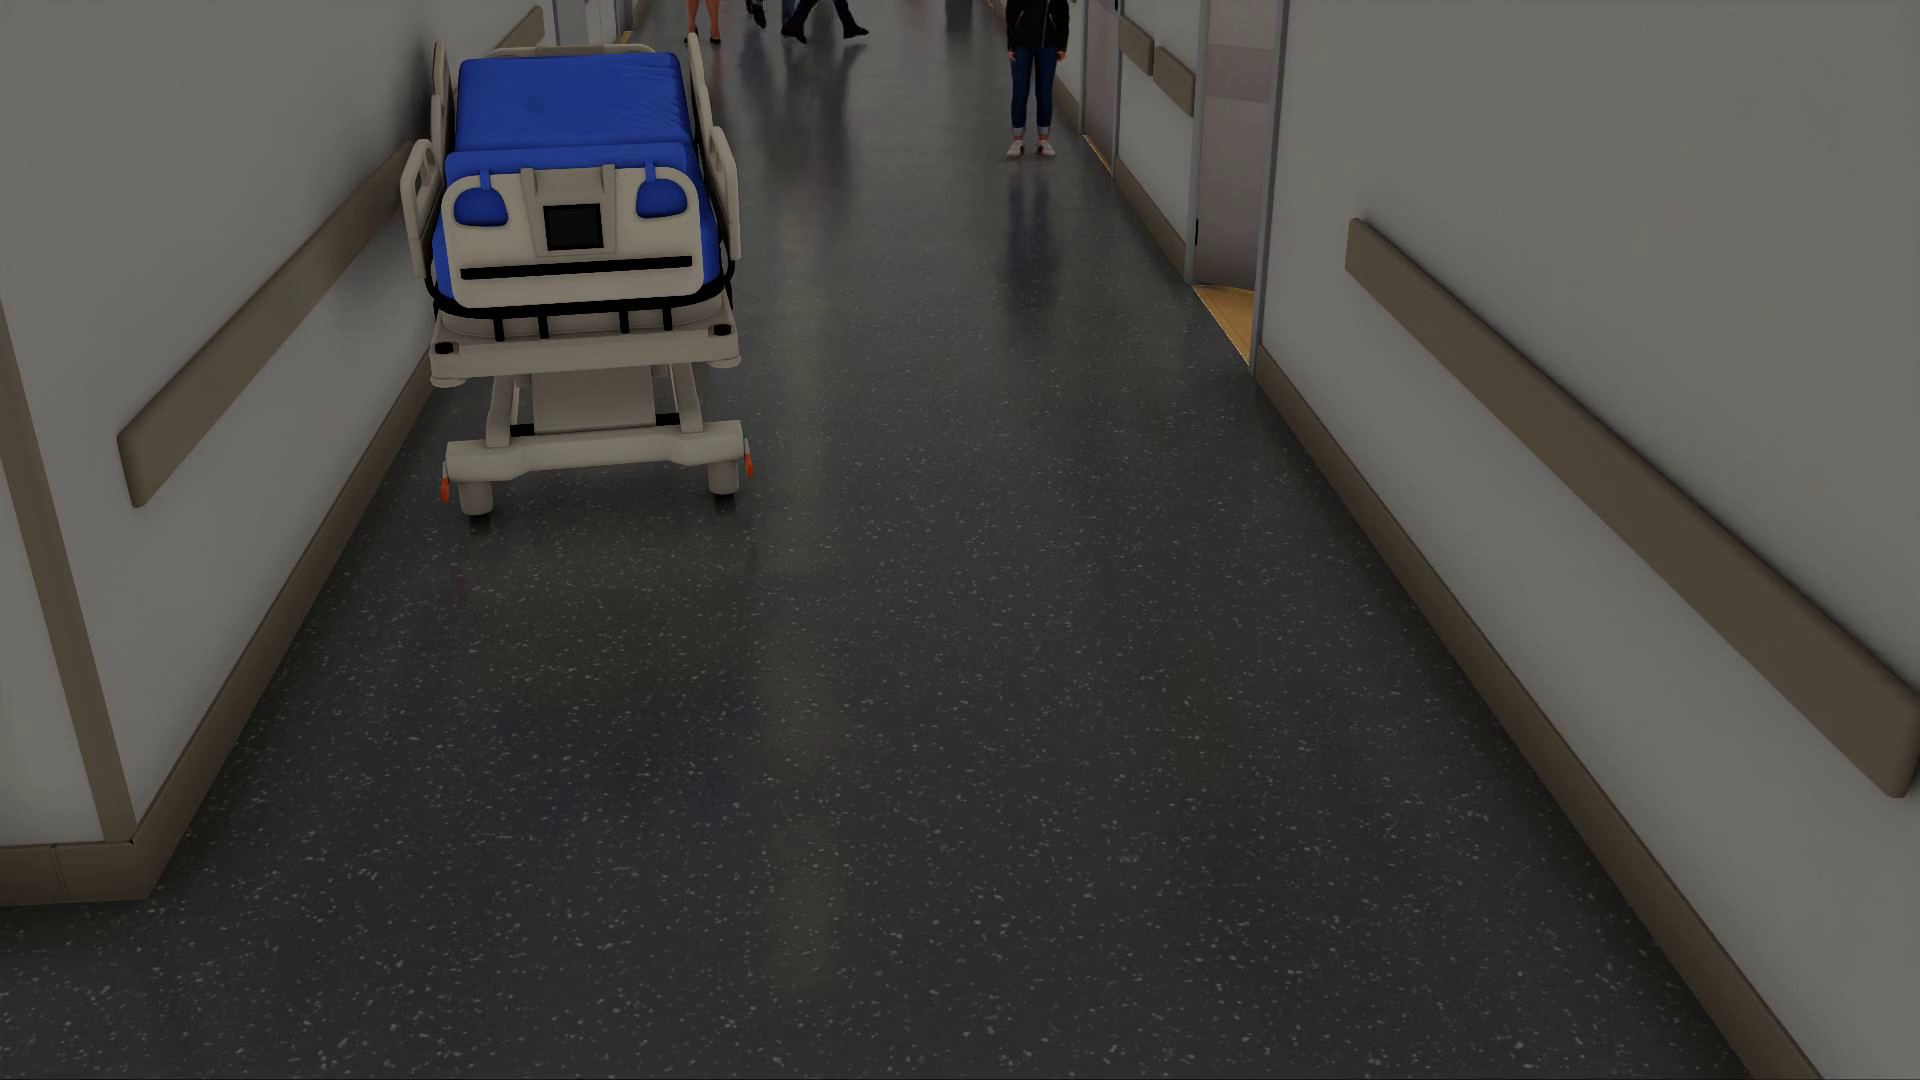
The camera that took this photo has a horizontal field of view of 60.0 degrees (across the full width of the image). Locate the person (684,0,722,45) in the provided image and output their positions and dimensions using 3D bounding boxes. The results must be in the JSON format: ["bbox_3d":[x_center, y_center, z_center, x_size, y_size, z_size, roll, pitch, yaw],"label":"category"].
[{"bbox_3d":[-2.285,-5.215,14.553,0.620,1.671,0.801,2,26,4],"label":"person"}]

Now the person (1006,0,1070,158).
[{"bbox_3d":[0.472,-3.162,10.518,0.444,1.478,0.615,-1,26,-2],"label":"person"}]

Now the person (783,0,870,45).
[{"bbox_3d":[-1.221,-5.211,14.338,1.304,1.850,1.159,-20,32,-35],"label":"person"}]

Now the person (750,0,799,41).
[{"bbox_3d":[-1.663,-5.392,14.765,0.968,1.806,0.987,-18,31,-33],"label":"person"}]
